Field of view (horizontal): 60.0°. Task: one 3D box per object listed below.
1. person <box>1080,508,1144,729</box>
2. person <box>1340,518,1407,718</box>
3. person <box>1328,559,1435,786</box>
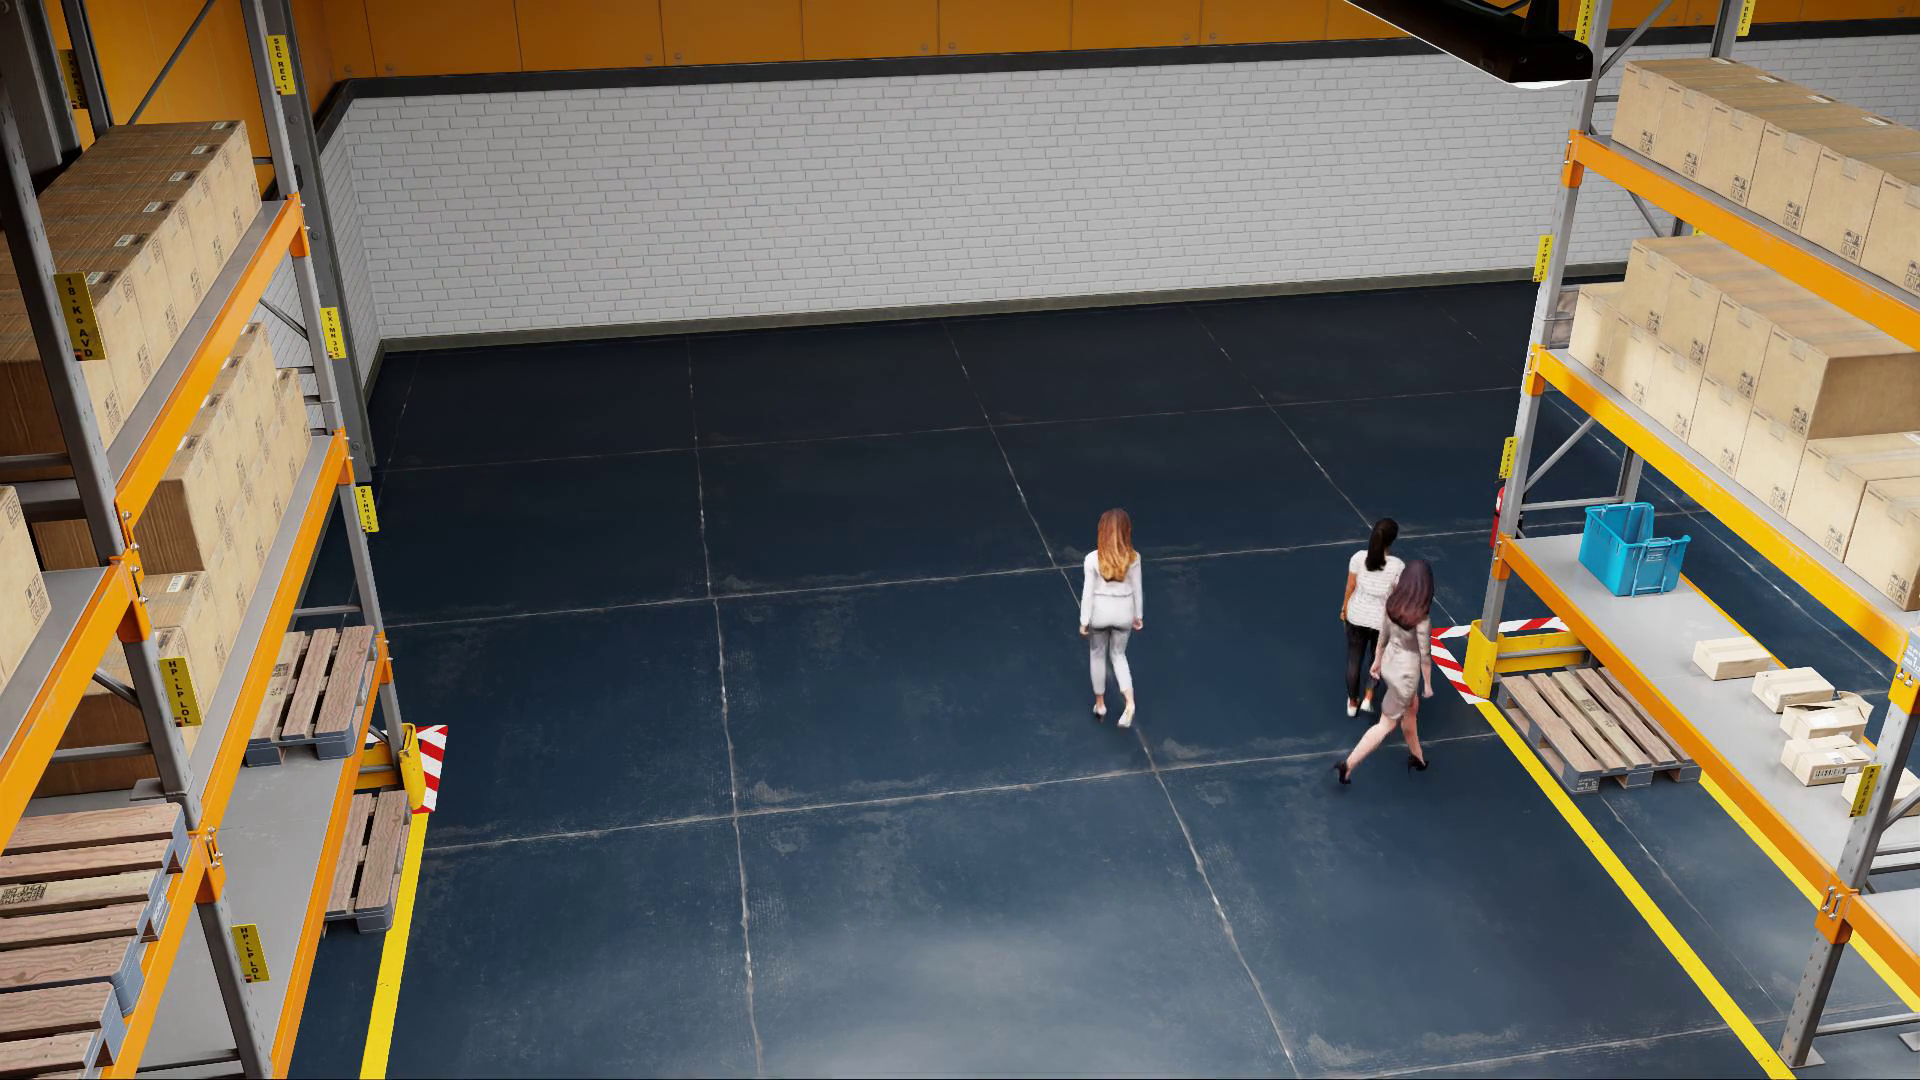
[{"bbox_3d":[1.108,0.641,11.964,0.600,1.750,0.806,-6,29,-11],"label":"person"},{"bbox_3d":[2.980,0.624,12.121,0.729,1.630,0.785,9,30,17],"label":"person"},{"bbox_3d":[2.950,0.985,11.391,0.838,1.696,1.077,-8,30,-15],"label":"person"}]
